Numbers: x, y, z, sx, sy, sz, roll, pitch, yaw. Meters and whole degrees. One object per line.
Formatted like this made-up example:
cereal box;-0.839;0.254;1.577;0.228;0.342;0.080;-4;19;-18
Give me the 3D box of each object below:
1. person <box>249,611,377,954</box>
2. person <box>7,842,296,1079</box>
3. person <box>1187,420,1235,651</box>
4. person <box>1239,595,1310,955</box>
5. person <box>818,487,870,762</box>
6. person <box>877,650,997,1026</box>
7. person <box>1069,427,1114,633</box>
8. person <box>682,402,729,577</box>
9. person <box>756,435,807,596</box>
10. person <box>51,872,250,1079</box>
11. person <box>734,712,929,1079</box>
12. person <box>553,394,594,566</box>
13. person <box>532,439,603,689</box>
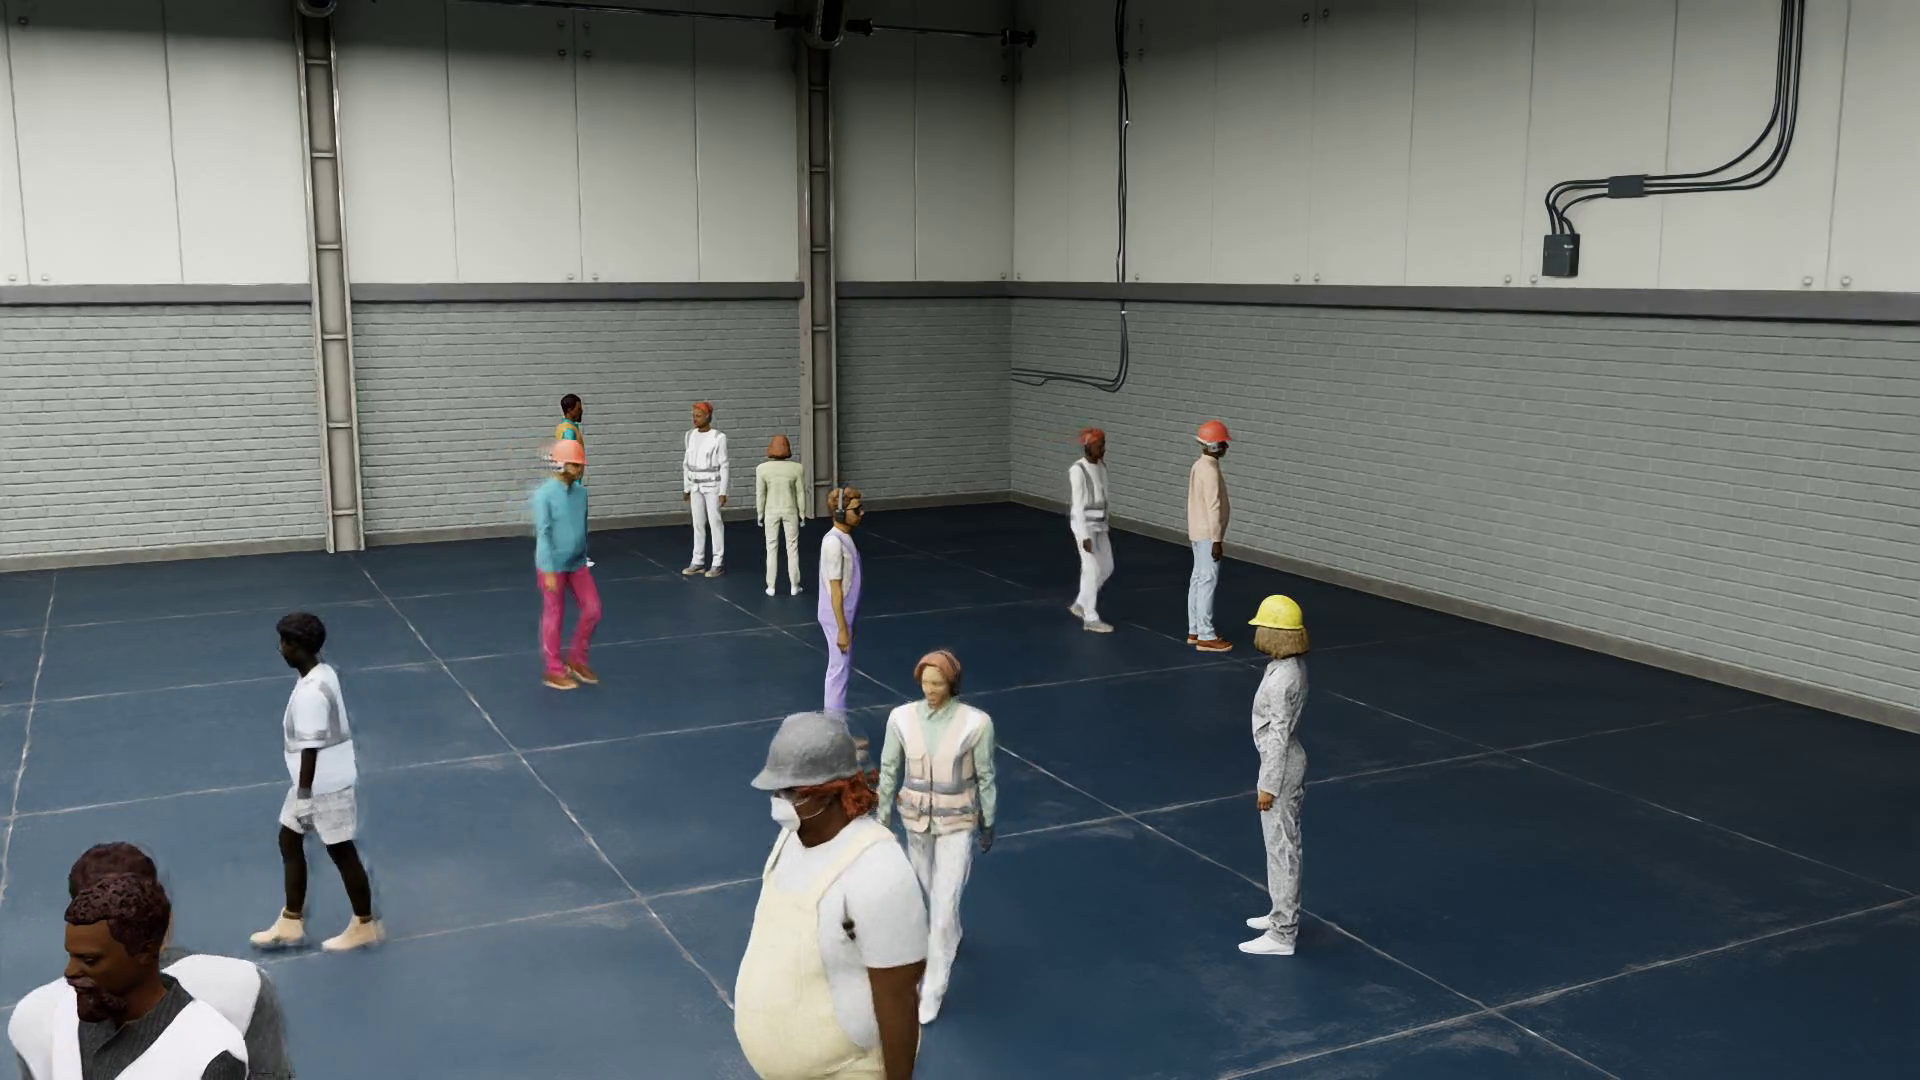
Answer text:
person;-3.166;1.174;7.944;0.712;1.650;0.580;-3;10;-18
person;-1.958;1.689;4.180;0.711;1.885;0.407;-3;10;-19
person;2.166;-0.040;14.419;0.381;1.994;0.613;-1;9;-5
person;1.518;1.123;8.022;0.297;1.744;0.487;3;10;18
person;-0.781;0.558;11.190;0.345;1.847;0.504;0;9;-1
person;-0.097;1.274;7.567;0.527;1.598;0.873;3;10;18
person;1.210;-0.099;15.146;0.450;1.878;0.604;7;11;35
person;-2.737;-0.541;17.848;0.573;1.883;0.356;6;11;31
person;-1.804;-0.248;16.809;0.507;1.632;0.278;-1;9;-5
person;-1.901;1.699;3.938;0.592;1.920;0.392;4;10;25
person;-0.487;1.480;4.907;0.858;2.000;0.709;-5;10;-27
person;-4.323;-0.662;18.486;0.392;1.919;0.591;-3;10;-19
person;-3.062;0.202;12.998;0.517;1.977;0.628;6;11;33
